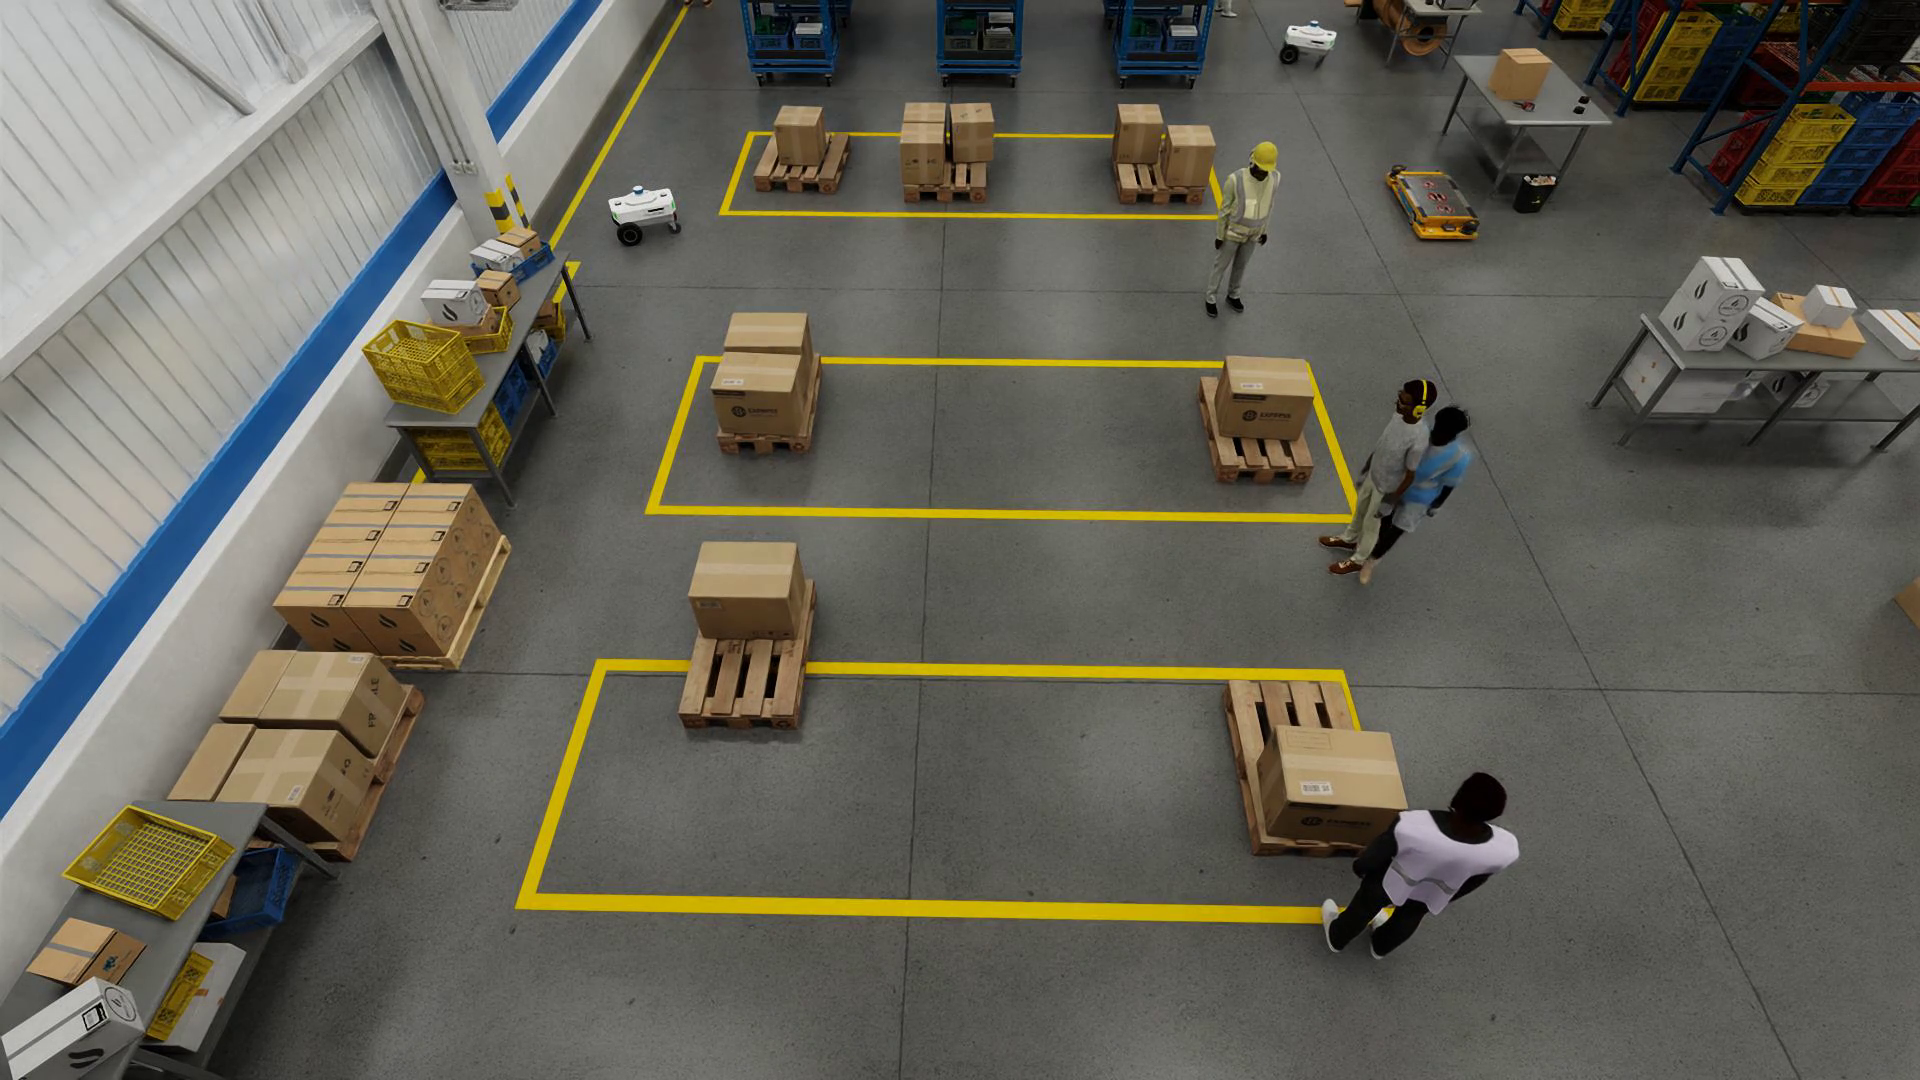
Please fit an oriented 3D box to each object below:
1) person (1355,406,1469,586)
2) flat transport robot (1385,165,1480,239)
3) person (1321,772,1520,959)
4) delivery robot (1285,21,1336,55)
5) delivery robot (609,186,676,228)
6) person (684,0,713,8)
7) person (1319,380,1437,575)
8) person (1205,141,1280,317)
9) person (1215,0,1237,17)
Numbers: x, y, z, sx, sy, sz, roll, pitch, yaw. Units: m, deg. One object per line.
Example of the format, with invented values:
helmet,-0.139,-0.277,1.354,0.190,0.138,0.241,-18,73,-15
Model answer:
person,3.307,-0.351,6.897,0.562,1.673,0.590,-29,55,-23
flat transport robot,5.692,-4.094,11.059,0.652,0.197,1.431,1,49,1
person,2.420,1.798,4.885,0.579,1.910,0.395,10,50,9
delivery robot,5.273,-7.546,13.800,0.707,0.478,0.477,16,51,13
delivery robot,-3.662,-3.847,10.599,0.707,0.478,0.477,-17,51,-14
person,-4.435,-9.762,14.843,0.613,1.984,0.419,0,49,0
person,3.146,-0.440,6.853,0.310,1.859,0.533,1,49,1
person,2.833,-3.093,9.173,0.586,1.823,0.403,-12,50,-11
person,4.403,-9.325,14.686,0.307,1.641,0.514,-9,50,-8
